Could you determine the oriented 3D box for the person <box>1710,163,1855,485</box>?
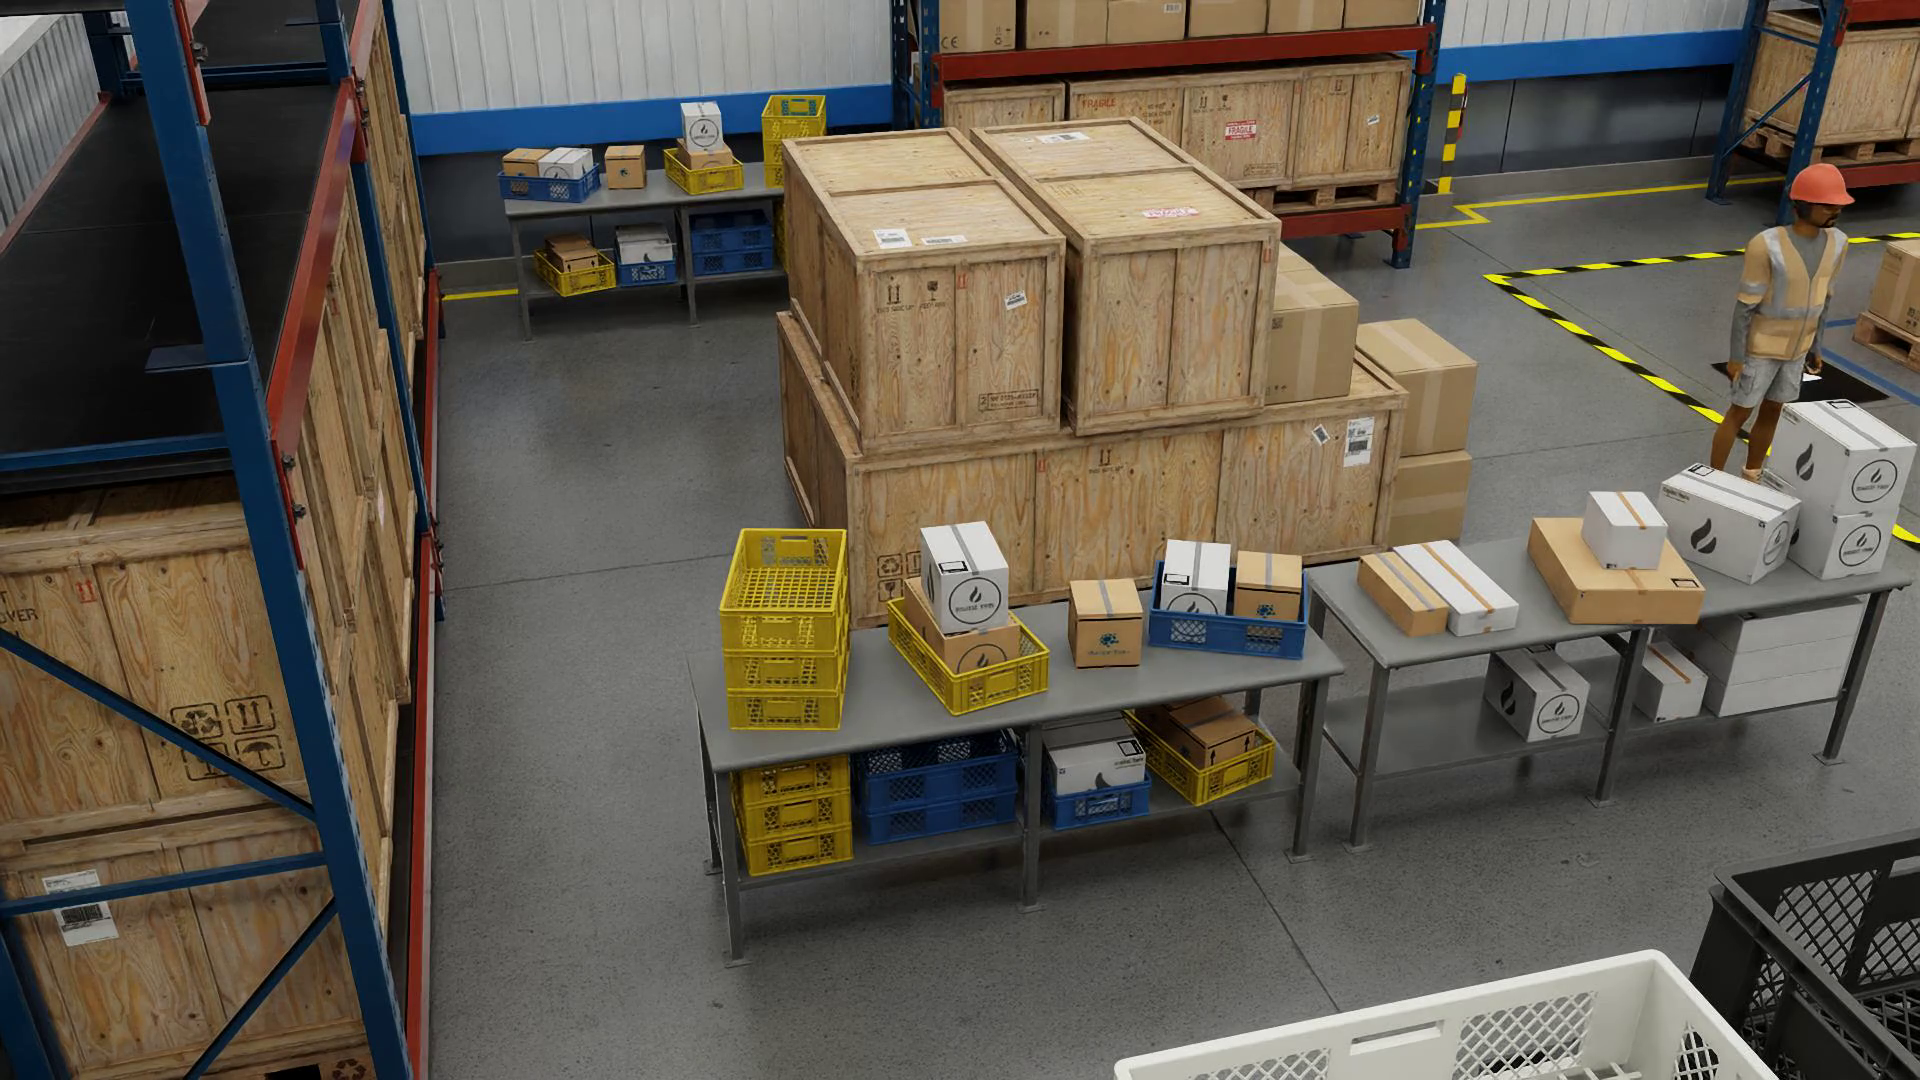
[{"bbox_3d":[4.545,-1.079,9.234,0.610,2.048,0.362,-8,30,-14],"label":"person"}]
